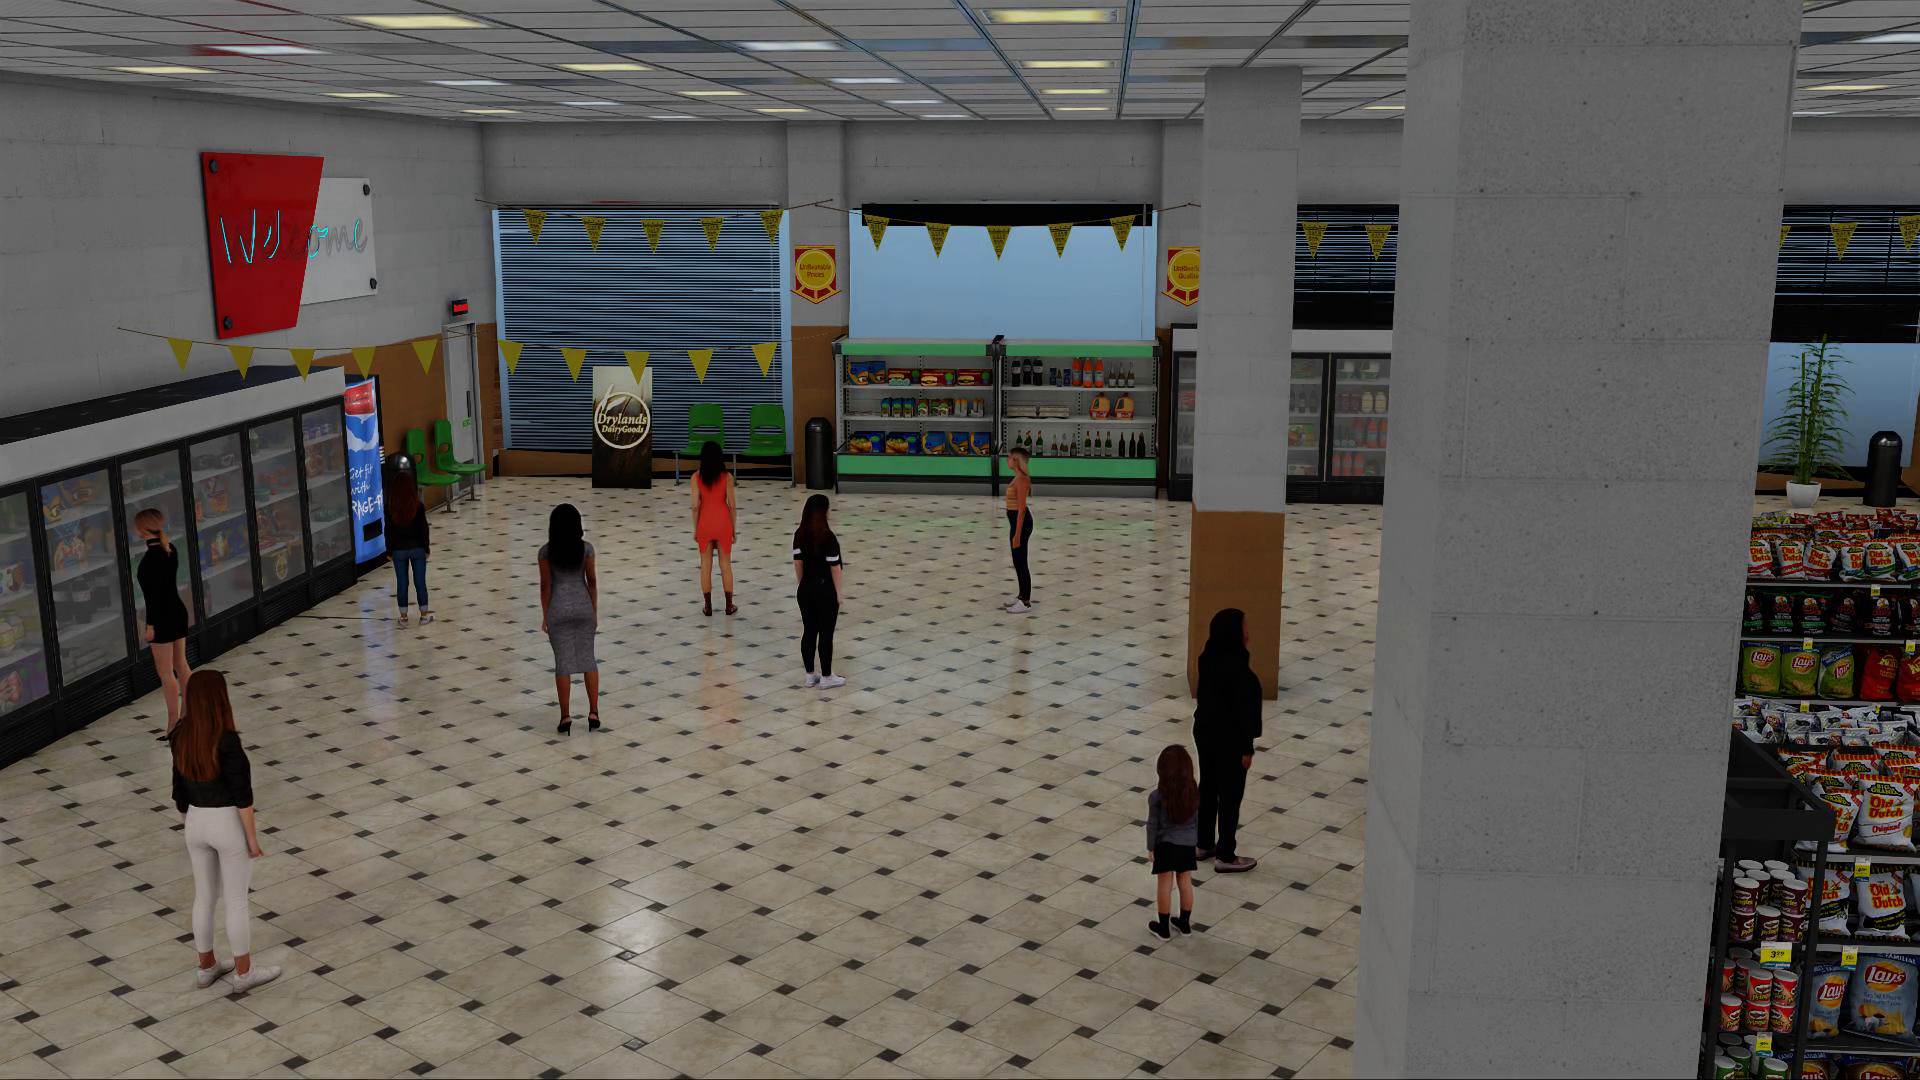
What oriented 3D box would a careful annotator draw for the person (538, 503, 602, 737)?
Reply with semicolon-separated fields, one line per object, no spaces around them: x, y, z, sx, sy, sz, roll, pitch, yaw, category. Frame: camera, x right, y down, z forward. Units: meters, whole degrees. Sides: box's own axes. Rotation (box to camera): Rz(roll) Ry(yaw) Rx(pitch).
-2.954;0.597;12.627;0.593;1.781;0.714;-4;13;-18;person

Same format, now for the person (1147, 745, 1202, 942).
1.190;1.663;9.203;0.478;1.106;0.583;-4;13;-19;person

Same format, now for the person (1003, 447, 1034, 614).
0.586;-0.103;16.325;0.531;1.627;0.594;0;12;-2;person

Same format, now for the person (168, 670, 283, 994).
-3.832;1.489;8.577;0.532;1.703;0.711;4;12;17;person

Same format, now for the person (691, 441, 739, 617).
-2.388;-0.116;16.165;0.515;1.718;0.673;-1;12;-4;person

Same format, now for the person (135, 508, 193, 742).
-5.995;0.625;12.526;0.537;1.768;0.586;0;12;0;person

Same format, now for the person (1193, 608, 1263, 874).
1.604;1.207;10.130;0.788;1.616;0.765;-6;13;-25;person

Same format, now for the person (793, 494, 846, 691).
-1.176;0.422;13.803;0.660;1.639;0.761;7;14;31;person

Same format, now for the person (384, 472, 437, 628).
-5.242;0.080;15.802;0.548;1.483;0.680;-3;12;-14;person
